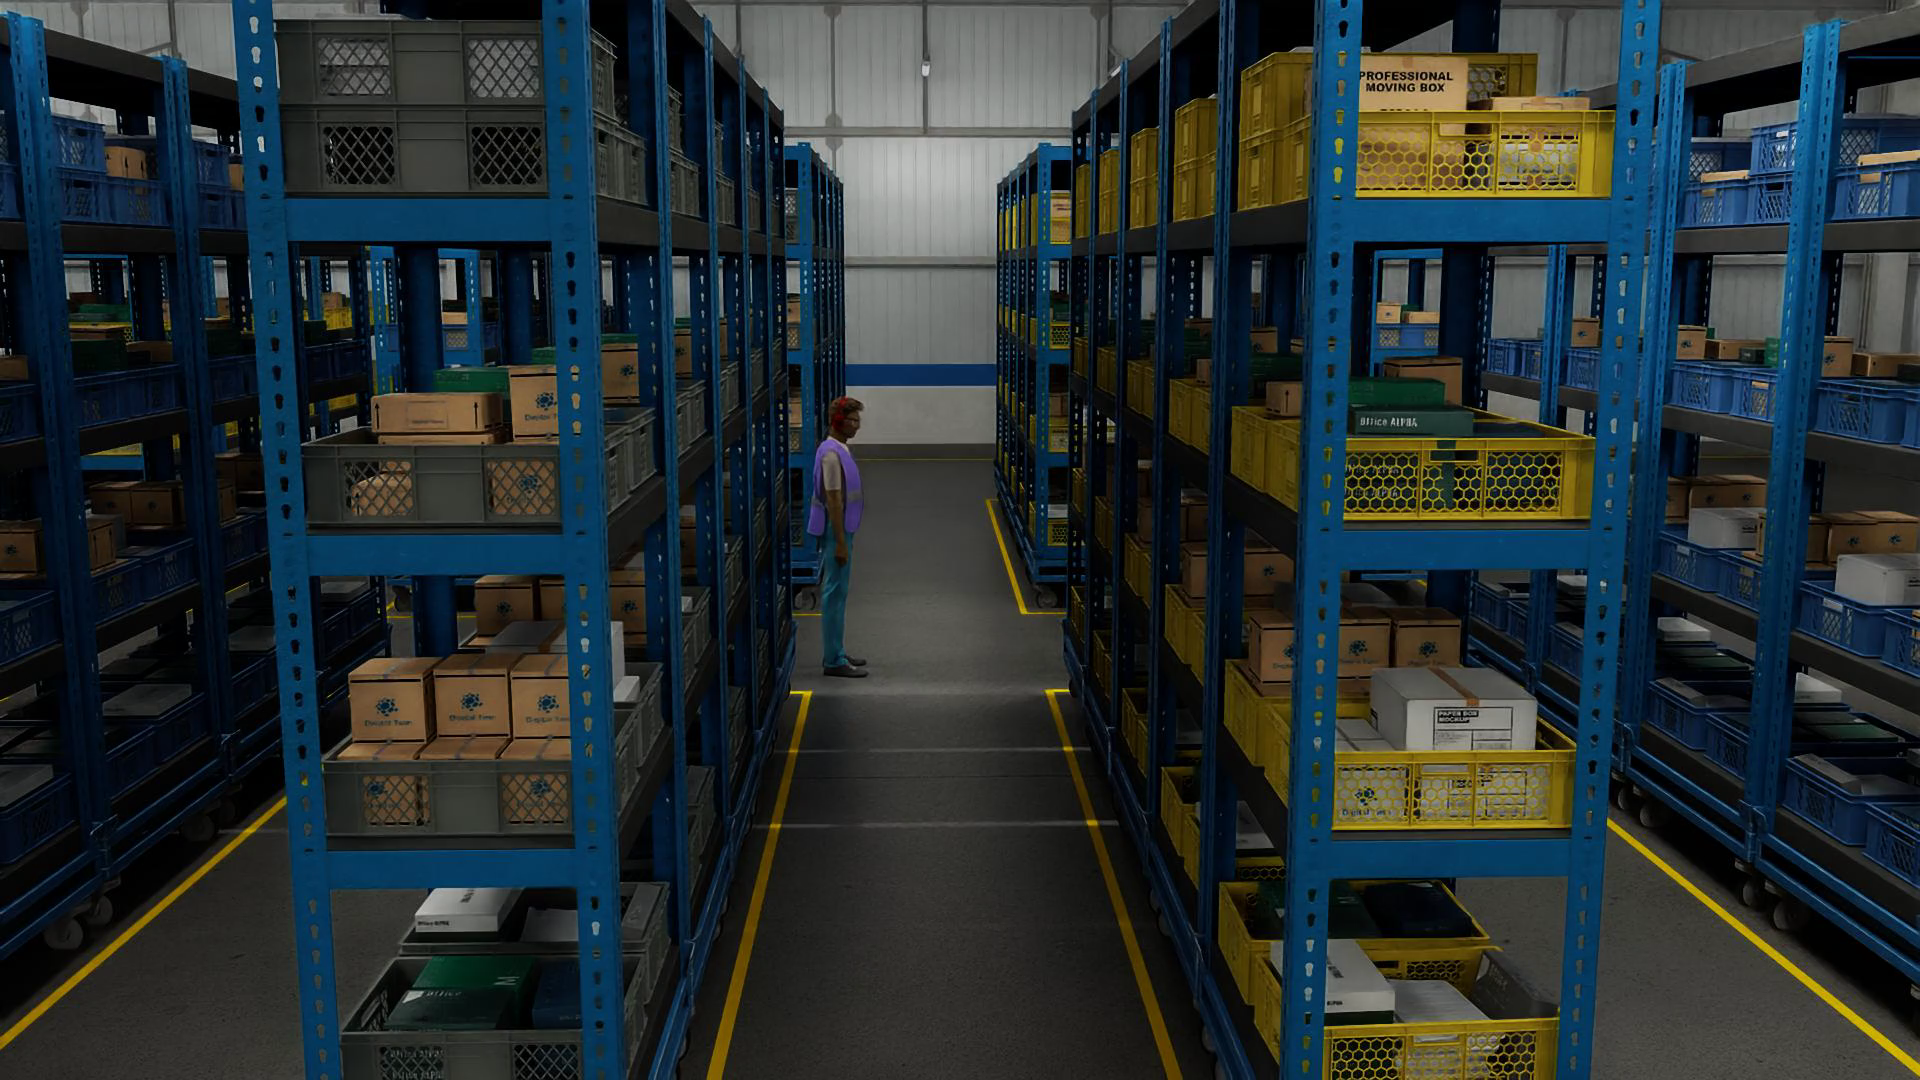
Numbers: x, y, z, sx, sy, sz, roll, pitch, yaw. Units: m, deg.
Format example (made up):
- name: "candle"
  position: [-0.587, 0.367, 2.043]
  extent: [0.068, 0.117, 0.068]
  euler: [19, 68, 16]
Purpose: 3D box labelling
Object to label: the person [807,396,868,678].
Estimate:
- name: "person"
  position: [-0.808, -0.026, 10.951]
  extent: [0.389, 1.845, 0.567]
  euler: [-1, 9, -3]
